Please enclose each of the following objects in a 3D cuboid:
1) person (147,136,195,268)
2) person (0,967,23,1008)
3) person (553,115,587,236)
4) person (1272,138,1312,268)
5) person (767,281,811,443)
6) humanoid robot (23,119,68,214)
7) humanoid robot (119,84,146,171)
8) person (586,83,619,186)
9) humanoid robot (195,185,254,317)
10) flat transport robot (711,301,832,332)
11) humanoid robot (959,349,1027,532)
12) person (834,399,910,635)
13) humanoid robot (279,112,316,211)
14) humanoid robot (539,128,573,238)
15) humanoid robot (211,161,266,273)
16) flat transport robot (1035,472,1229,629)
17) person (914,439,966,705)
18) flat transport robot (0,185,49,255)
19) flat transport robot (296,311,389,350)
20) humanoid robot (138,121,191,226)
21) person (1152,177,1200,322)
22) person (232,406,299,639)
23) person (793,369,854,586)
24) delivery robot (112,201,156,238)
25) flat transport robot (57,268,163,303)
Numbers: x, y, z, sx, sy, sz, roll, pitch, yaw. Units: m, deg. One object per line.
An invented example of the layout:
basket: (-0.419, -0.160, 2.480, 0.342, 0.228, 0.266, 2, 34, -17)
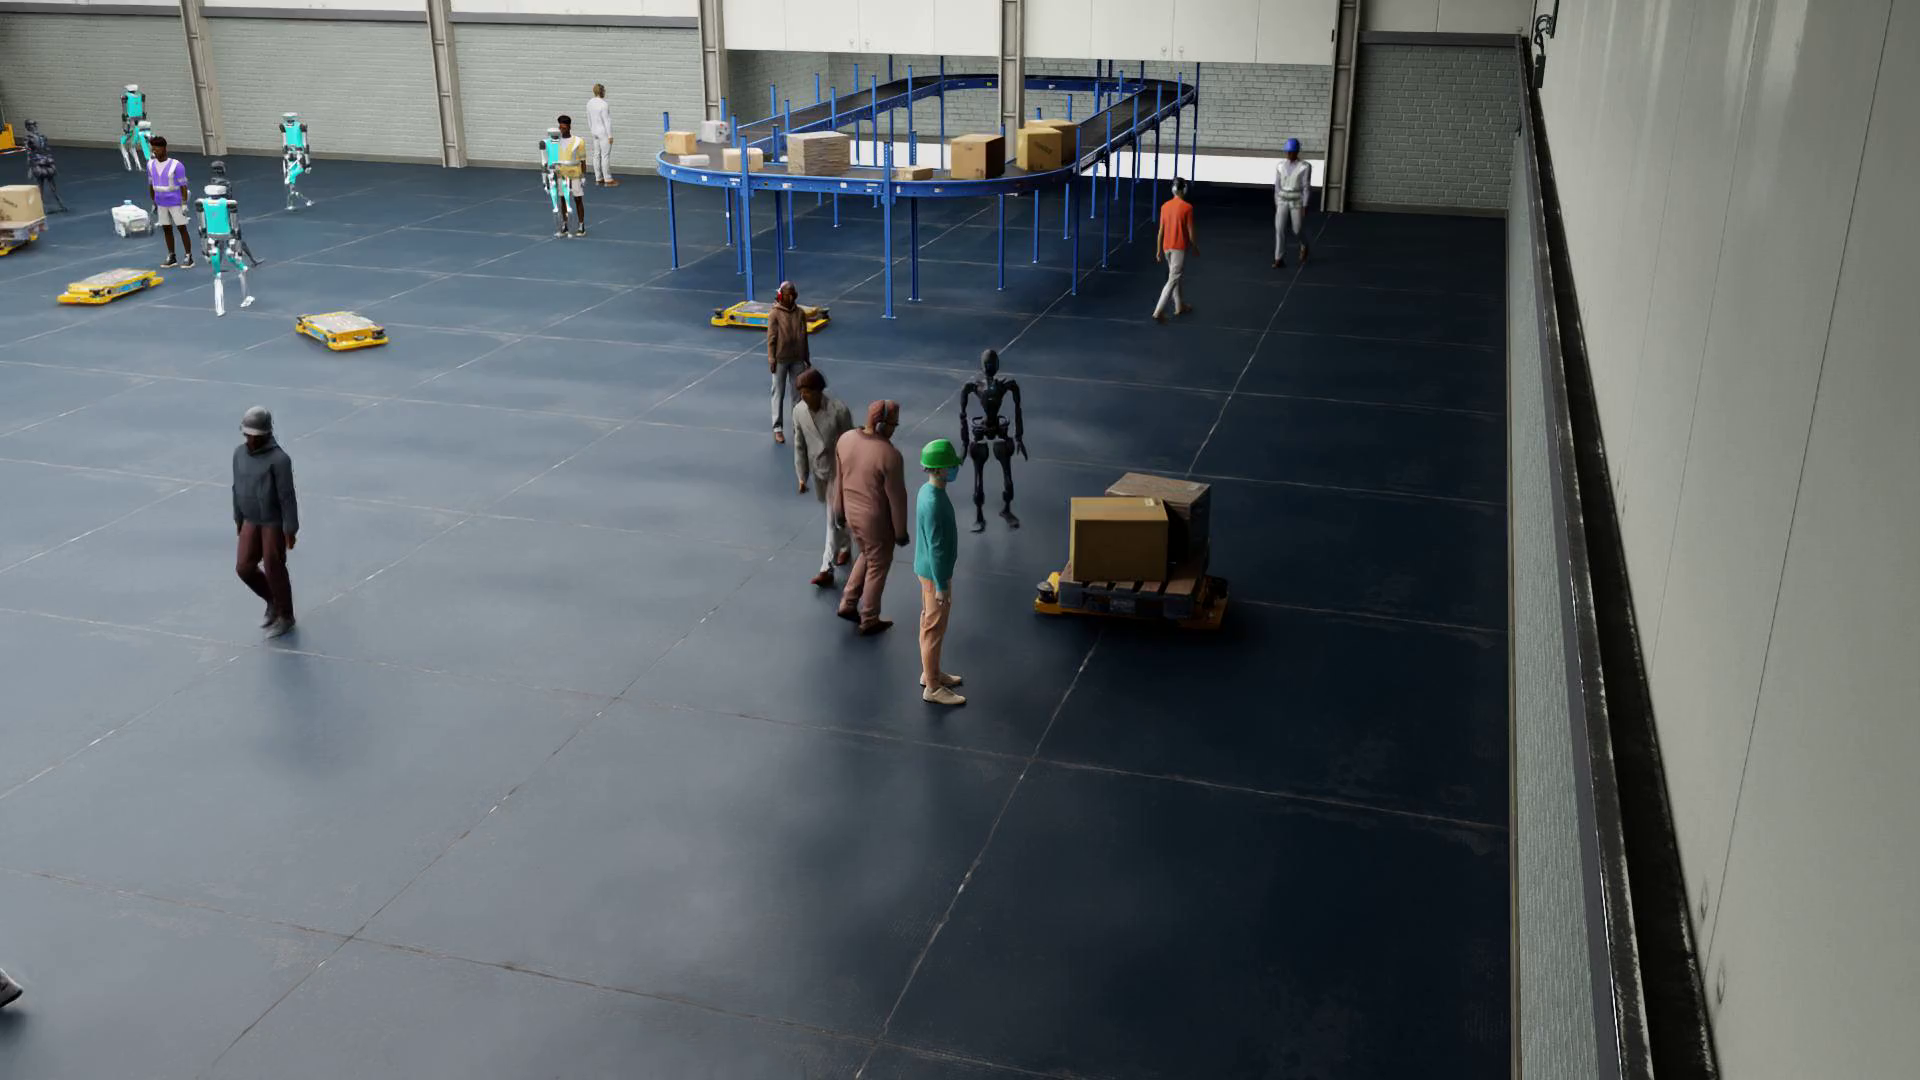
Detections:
person: (-11.872, -5.068, 24.966, 0.607, 1.965, 0.365, 3, 21, 8)
person: (-5.074, 1.688, 7.944, 0.833, 1.597, 0.514, -7, 22, -18)
person: (-6.440, -6.005, 27.396, 0.600, 1.966, 0.368, 3, 21, 9)
person: (5.033, -5.108, 25.119, 0.601, 1.928, 0.766, 13, 25, 31)
person: (-1.754, -1.834, 17.007, 0.458, 1.651, 0.333, -13, 24, -29)
humanoid robot: (-16.190, -6.585, 29.328, 0.343, 1.650, 0.584, 5, 22, 12)
humanoid robot: (-16.913, -8.401, 33.873, 0.734, 1.740, 0.530, 11, 24, 26)
person: (-6.931, -7.837, 32.185, 0.626, 1.940, 0.372, 18, 28, 39)
humanoid robot: (-9.831, -3.932, 22.390, 0.569, 1.778, 0.920, -2, 21, -6)
flat transport robot: (-2.462, -2.920, 21.750, 1.431, 0.231, 0.659, 7, 22, 17)
humanoid robot: (0.284, -0.885, 14.520, 0.598, 1.639, 0.403, -3, 21, -8)
person: (-0.626, -0.154, 12.359, 0.676, 1.871, 0.414, 19, 28, 41)
humanoid robot: (-11.835, -6.626, 29.368, 0.553, 1.742, 1.049, 6, 22, 15)
humanoid robot: (-6.531, -5.814, 27.199, 0.550, 1.748, 0.824, -8, 22, -19)
humanoid robot: (-10.898, -4.835, 24.803, 0.589, 1.631, 0.746, 15, 26, 34)
flat transport robot: (1.357, 0.433, 13.055, 1.431, 0.231, 0.659, 6, 22, 14)
person: (-0.142, 0.211, 11.399, 0.351, 1.875, 0.508, -1, 21, -3)
flat transport robot: (-15.325, -4.755, 26.509, 0.659, 0.231, 1.431, -3, 21, -7)
flat transport robot: (-7.845, -2.660, 21.078, 0.659, 0.231, 1.431, -17, 27, -37)
humanoid robot: (-13.487, -6.241, 28.356, 0.861, 1.785, 0.572, -15, 25, -33)
person: (2.817, -3.828, 21.891, 0.477, 1.872, 0.960, 20, 29, 41)
person: (-5.189, -0.136, 12.412, 0.579, 1.789, 0.452, 8, 22, 19)
person: (-1.084, -0.542, 13.502, 0.535, 1.761, 0.920, 10, 23, 24)
delivery robot: (-13.761, -5.335, 27.596, 0.757, 0.580, 0.499, 20, 29, 41)
flat transport robot: (-11.989, -3.589, 23.487, 0.659, 0.231, 1.431, 3, 21, 9)
